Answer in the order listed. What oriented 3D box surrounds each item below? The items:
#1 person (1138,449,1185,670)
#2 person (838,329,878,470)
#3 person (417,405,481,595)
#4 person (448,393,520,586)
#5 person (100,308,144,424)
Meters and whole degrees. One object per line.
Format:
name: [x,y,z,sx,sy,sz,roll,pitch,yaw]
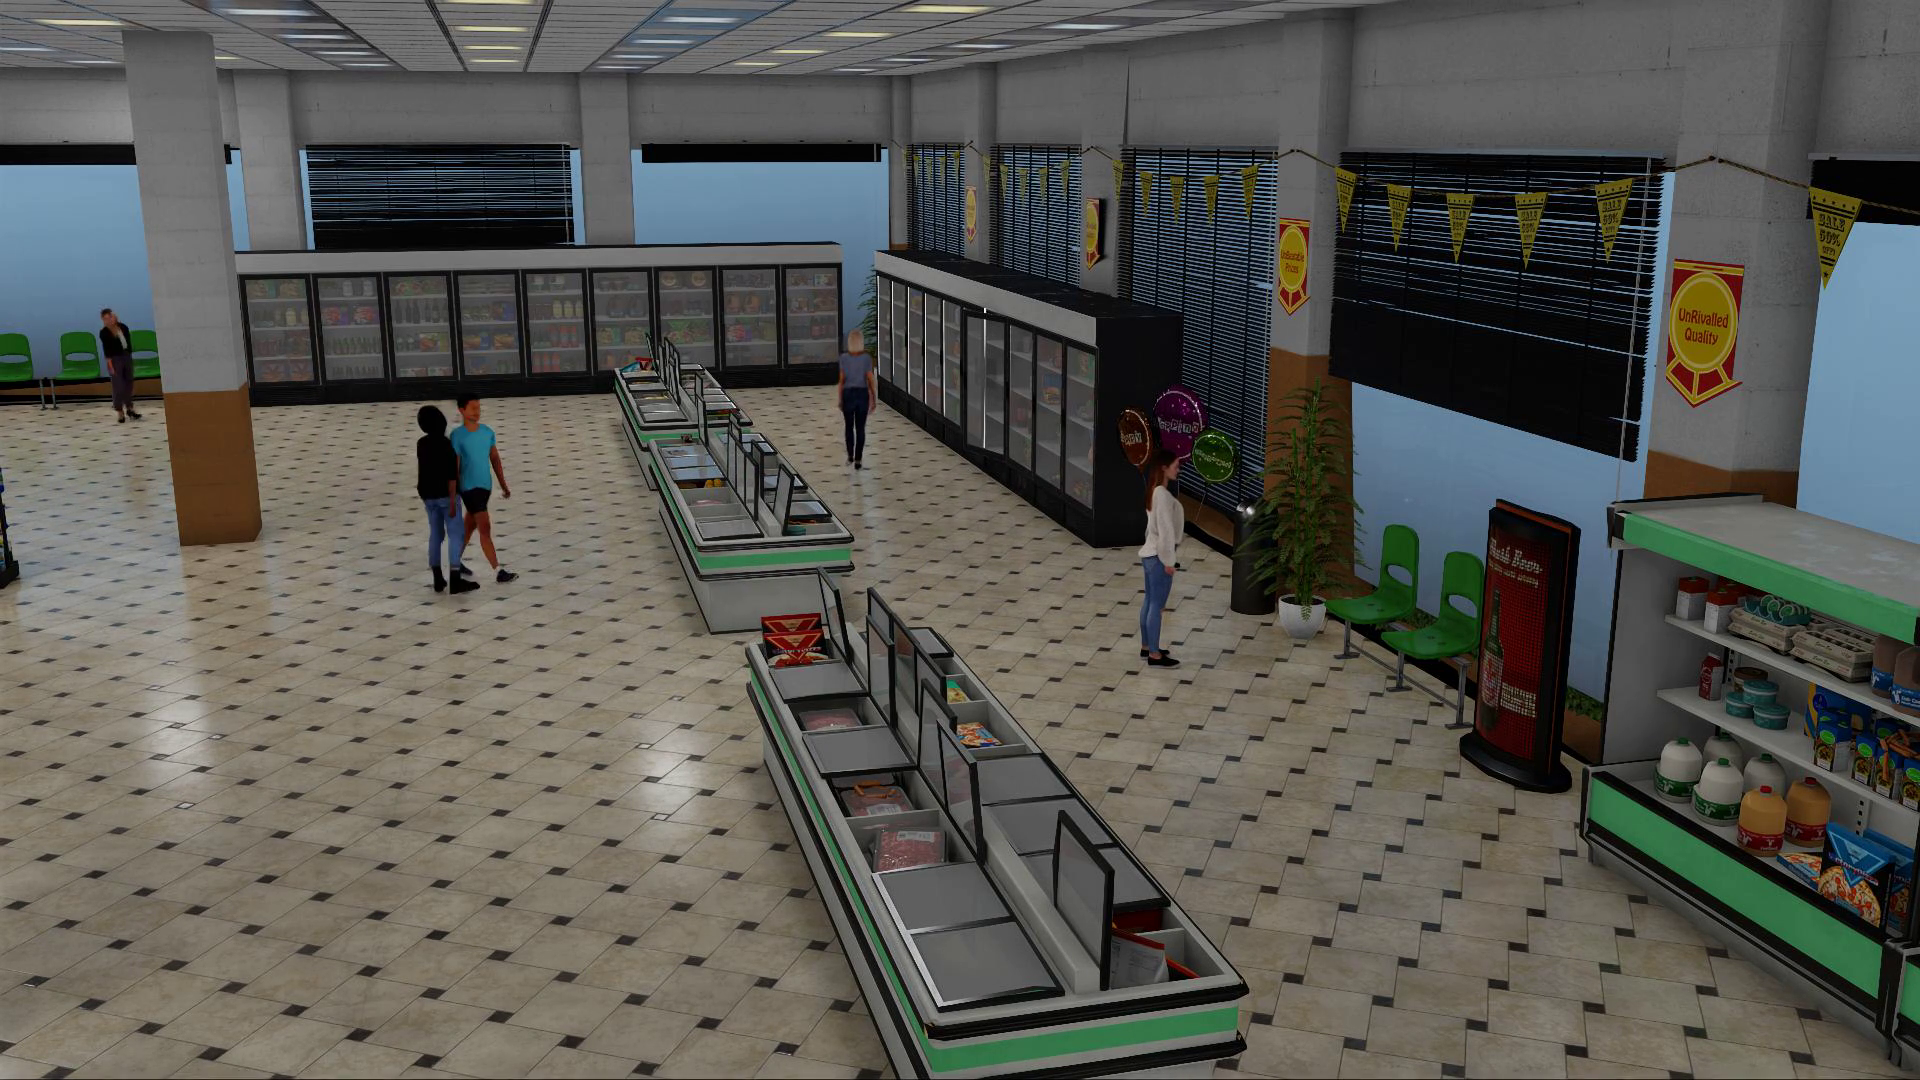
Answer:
person: [1.535,0.135,12.837,0.713,1.694,0.543,-1,14,-5]
person: [-1.286,-1.714,20.442,0.746,1.703,0.879,0,14,0]
person: [-4.641,-0.332,14.834,0.880,1.662,0.902,10,17,35]
person: [-4.482,-0.448,15.175,1.194,1.725,1.127,8,16,30]
person: [-12.023,-2.504,23.832,0.891,1.641,0.784,3,14,12]
